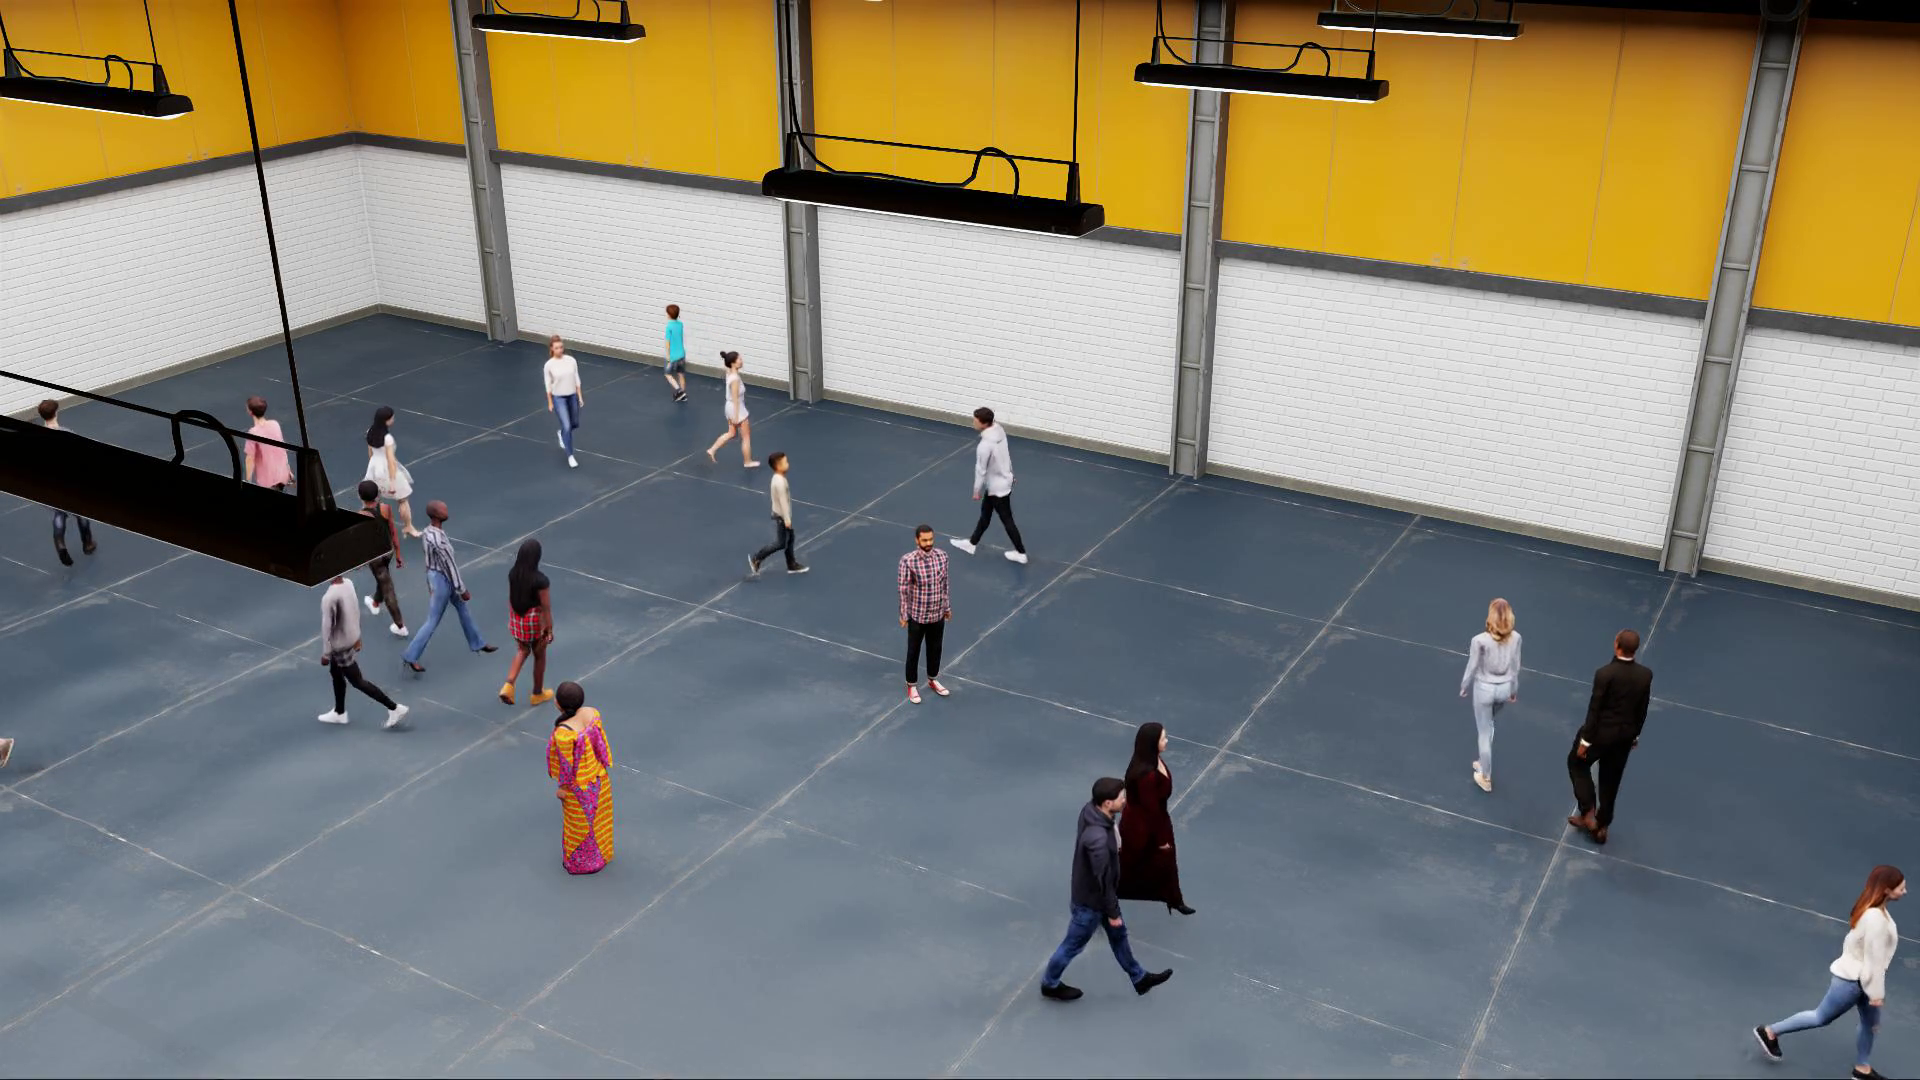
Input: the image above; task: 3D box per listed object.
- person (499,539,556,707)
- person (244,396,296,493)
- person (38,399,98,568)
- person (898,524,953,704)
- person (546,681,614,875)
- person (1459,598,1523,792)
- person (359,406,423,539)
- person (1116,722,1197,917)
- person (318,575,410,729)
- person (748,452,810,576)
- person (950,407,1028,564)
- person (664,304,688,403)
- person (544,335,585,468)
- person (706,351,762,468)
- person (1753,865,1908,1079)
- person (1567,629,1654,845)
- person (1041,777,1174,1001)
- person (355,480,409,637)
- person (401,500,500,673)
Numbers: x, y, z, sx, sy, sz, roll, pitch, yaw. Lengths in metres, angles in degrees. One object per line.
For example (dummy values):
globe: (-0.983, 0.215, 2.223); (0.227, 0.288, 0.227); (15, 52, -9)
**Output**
person: (-4.058, 0.845, 15.538); (0.802, 1.699, 0.736); (9, 25, 20)
person: (-7.649, -0.639, 18.677); (1.275, 1.904, 0.816); (8, 25, 17)
person: (-10.073, -0.620, 18.663); (1.126, 1.881, 1.173); (-5, 24, -12)
person: (-0.333, 0.671, 15.859); (0.790, 1.760, 0.796); (-12, 26, -26)
person: (-3.052, 1.850, 13.257); (0.686, 1.686, 0.675); (9, 25, 20)
person: (4.584, 1.364, 14.248); (0.744, 1.782, 0.815); (-3, 24, -7)
person: (-6.597, -0.626, 18.881); (1.098, 1.718, 0.756); (10, 26, 22)
person: (1.277, 2.175, 12.484); (1.207, 1.709, 0.917); (4, 24, 9)
person: (-5.537, 0.965, 15.213); (1.216, 1.740, 0.978); (0, 24, 1)
person: (-2.035, -0.254, 18.368); (0.973, 1.447, 0.848); (-3, 24, -6)
person: (0.500, -0.593, 18.636); (1.222, 1.854, 0.930); (11, 26, 23)
person: (-4.044, -2.676, 23.914); (0.590, 1.442, 0.536); (16, 28, 32)
person: (-5.177, -1.841, 21.682); (0.877, 1.701, 1.091); (-15, 28, -31)
person: (-2.961, -1.655, 21.403); (0.968, 1.584, 0.939); (-7, 25, -16)
person: (5.803, 2.870, 10.962); (1.088, 1.654, 0.609); (14, 27, 29)
person: (5.302, 1.639, 13.488); (0.831, 1.888, 0.920); (-3, 24, -6)
person: (0.838, 2.489, 11.616); (1.286, 1.829, 1.044); (2, 24, 4)
person: (-5.893, 0.218, 17.023); (1.132, 1.660, 0.740); (20, 30, 38)
person: (-5.155, 0.503, 16.274); (1.118, 1.737, 1.194); (-11, 26, -24)
